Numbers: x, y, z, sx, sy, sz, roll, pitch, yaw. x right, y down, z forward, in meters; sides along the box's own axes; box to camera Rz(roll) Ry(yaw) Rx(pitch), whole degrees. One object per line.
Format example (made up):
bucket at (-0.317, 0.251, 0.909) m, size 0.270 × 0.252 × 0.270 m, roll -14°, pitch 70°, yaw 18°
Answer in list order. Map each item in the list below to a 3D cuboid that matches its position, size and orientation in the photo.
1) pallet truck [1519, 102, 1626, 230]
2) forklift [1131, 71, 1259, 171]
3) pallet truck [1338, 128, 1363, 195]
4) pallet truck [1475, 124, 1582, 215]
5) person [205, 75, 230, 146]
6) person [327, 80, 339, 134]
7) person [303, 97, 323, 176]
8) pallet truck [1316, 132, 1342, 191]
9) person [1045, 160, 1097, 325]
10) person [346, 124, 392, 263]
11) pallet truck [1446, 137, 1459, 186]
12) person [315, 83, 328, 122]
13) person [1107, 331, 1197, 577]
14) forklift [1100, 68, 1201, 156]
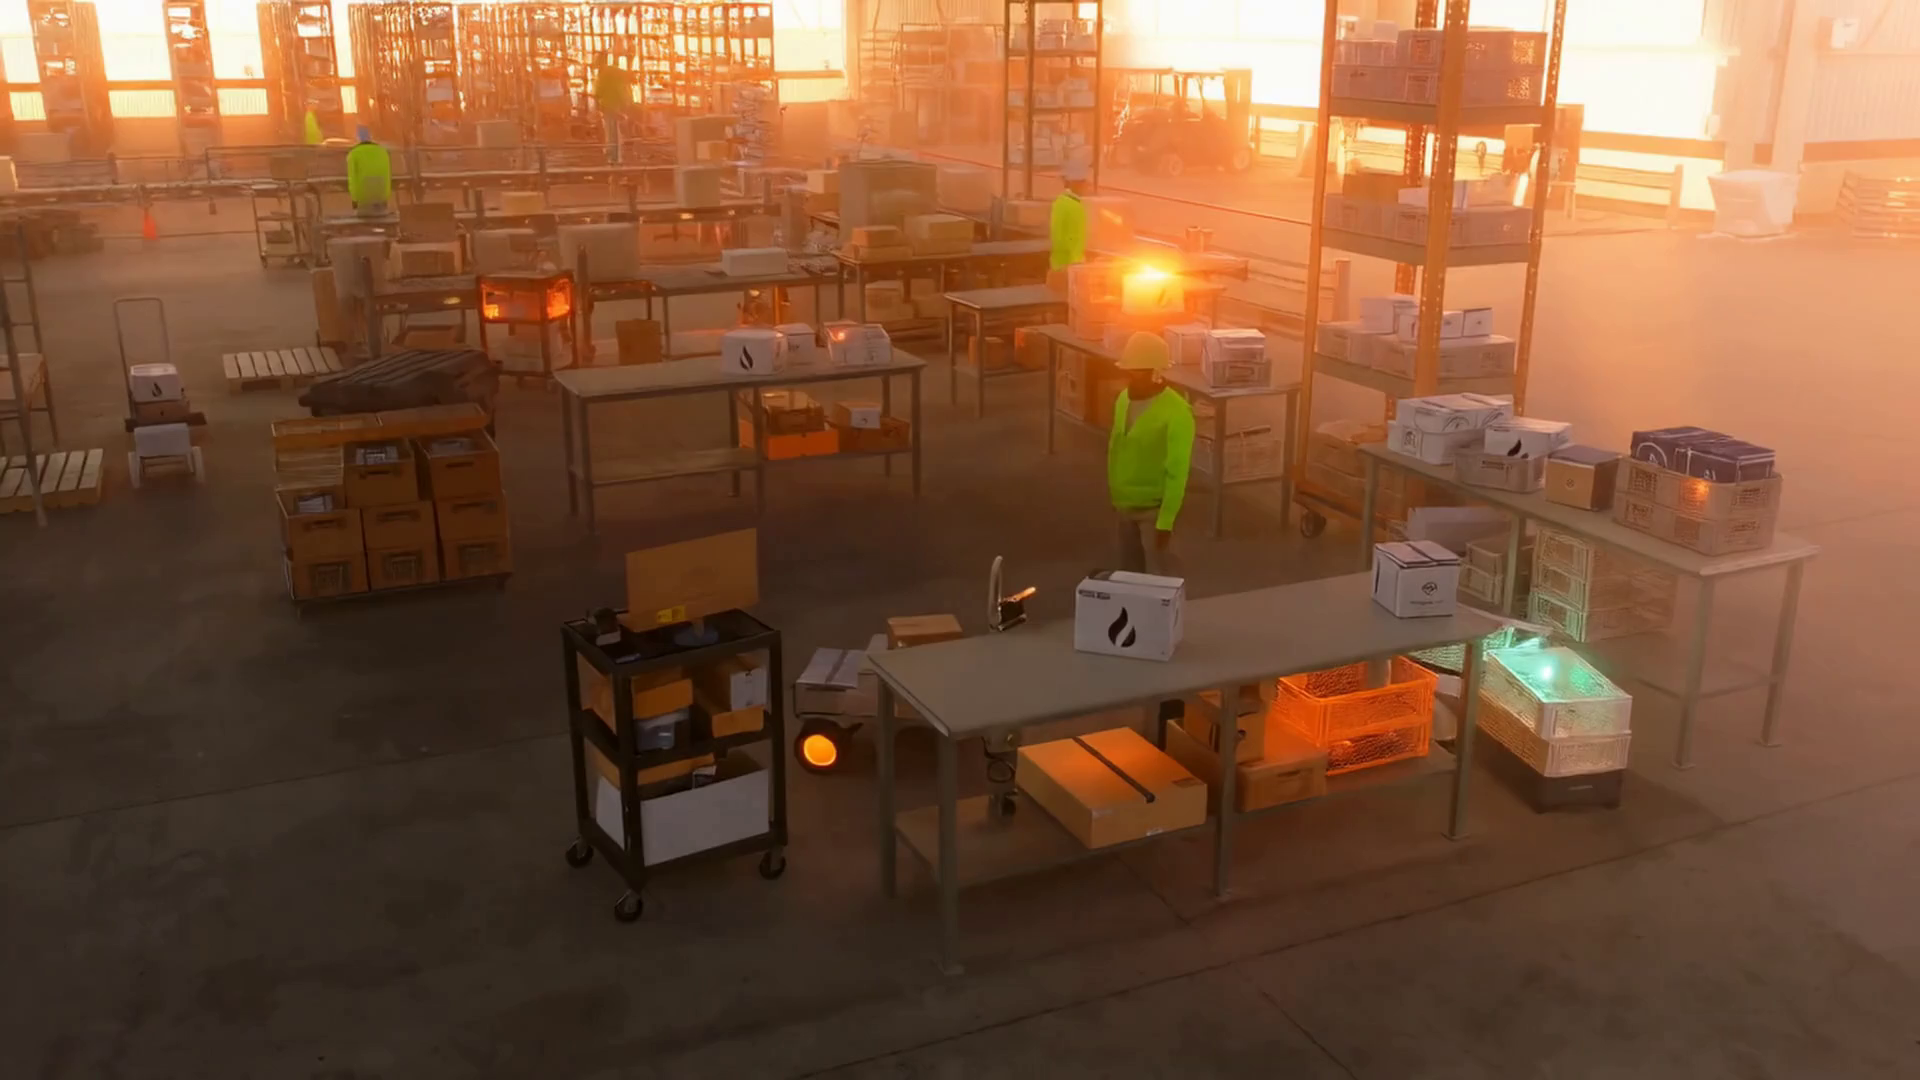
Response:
pallet truck at (9.972, -6.037, 26.785) m, size 1.885 × 1.965 × 0.823 m, roll -9°, pitch 20°, yaw -25°
forklift at (4.998, -8.936, 35.413) m, size 2.680 × 1.987 × 1.157 m, roll -9°, pitch 20°, yaw -25°
pallet truck at (7.845, -7.140, 31.411) m, size 1.522 × 1.261 × 0.704 m, roll -9°, pitch 20°, yaw -25°
pallet truck at (9.707, -6.455, 28.103) m, size 1.885 × 1.965 × 0.823 m, roll -7°, pitch 19°, yaw -20°
person at (-19.411, -11.098, 43.005) m, size 0.705 × 1.827 × 0.570 m, roll -5°, pitch 18°, yaw -15°
person at (-17.698, -12.383, 46.785) m, size 0.392 × 1.991 × 0.613 m, roll -14°, pitch 22°, yaw -37°
person at (-12.808, -7.902, 33.047) m, size 0.412 × 1.749 × 0.555 m, roll -6°, pitch 19°, yaw -18°
pallet truck at (7.723, -7.504, 32.656) m, size 1.601 × 1.201 × 0.680 m, roll -8°, pitch 19°, yaw -23°
person at (1.189, -2.628, 16.021) m, size 0.939 × 2.007 × 0.631 m, roll -6°, pitch 19°, yaw -20°
person at (-8.149, -4.756, 22.928) m, size 0.400 × 1.898 × 0.636 m, roll 11°, pitch 21°, yaw 32°
pallet truck at (9.184, -6.485, 29.328) m, size 1.630 × 1.274 × 0.653 m, roll -8°, pitch 19°, yaw -23°
person at (-16.333, -10.927, 42.512) m, size 0.648 × 1.810 × 0.592 m, roll 0°, pitch 18°, yaw 1°
person at (0.961, -0.180, 8.619) m, size 0.403 × 1.828 × 0.595 m, roll -9°, pitch 20°, yaw -26°
forklift at (4.082, -9.564, 37.410) m, size 2.680 × 1.987 × 1.157 m, roll -8°, pitch 19°, yaw -23°
